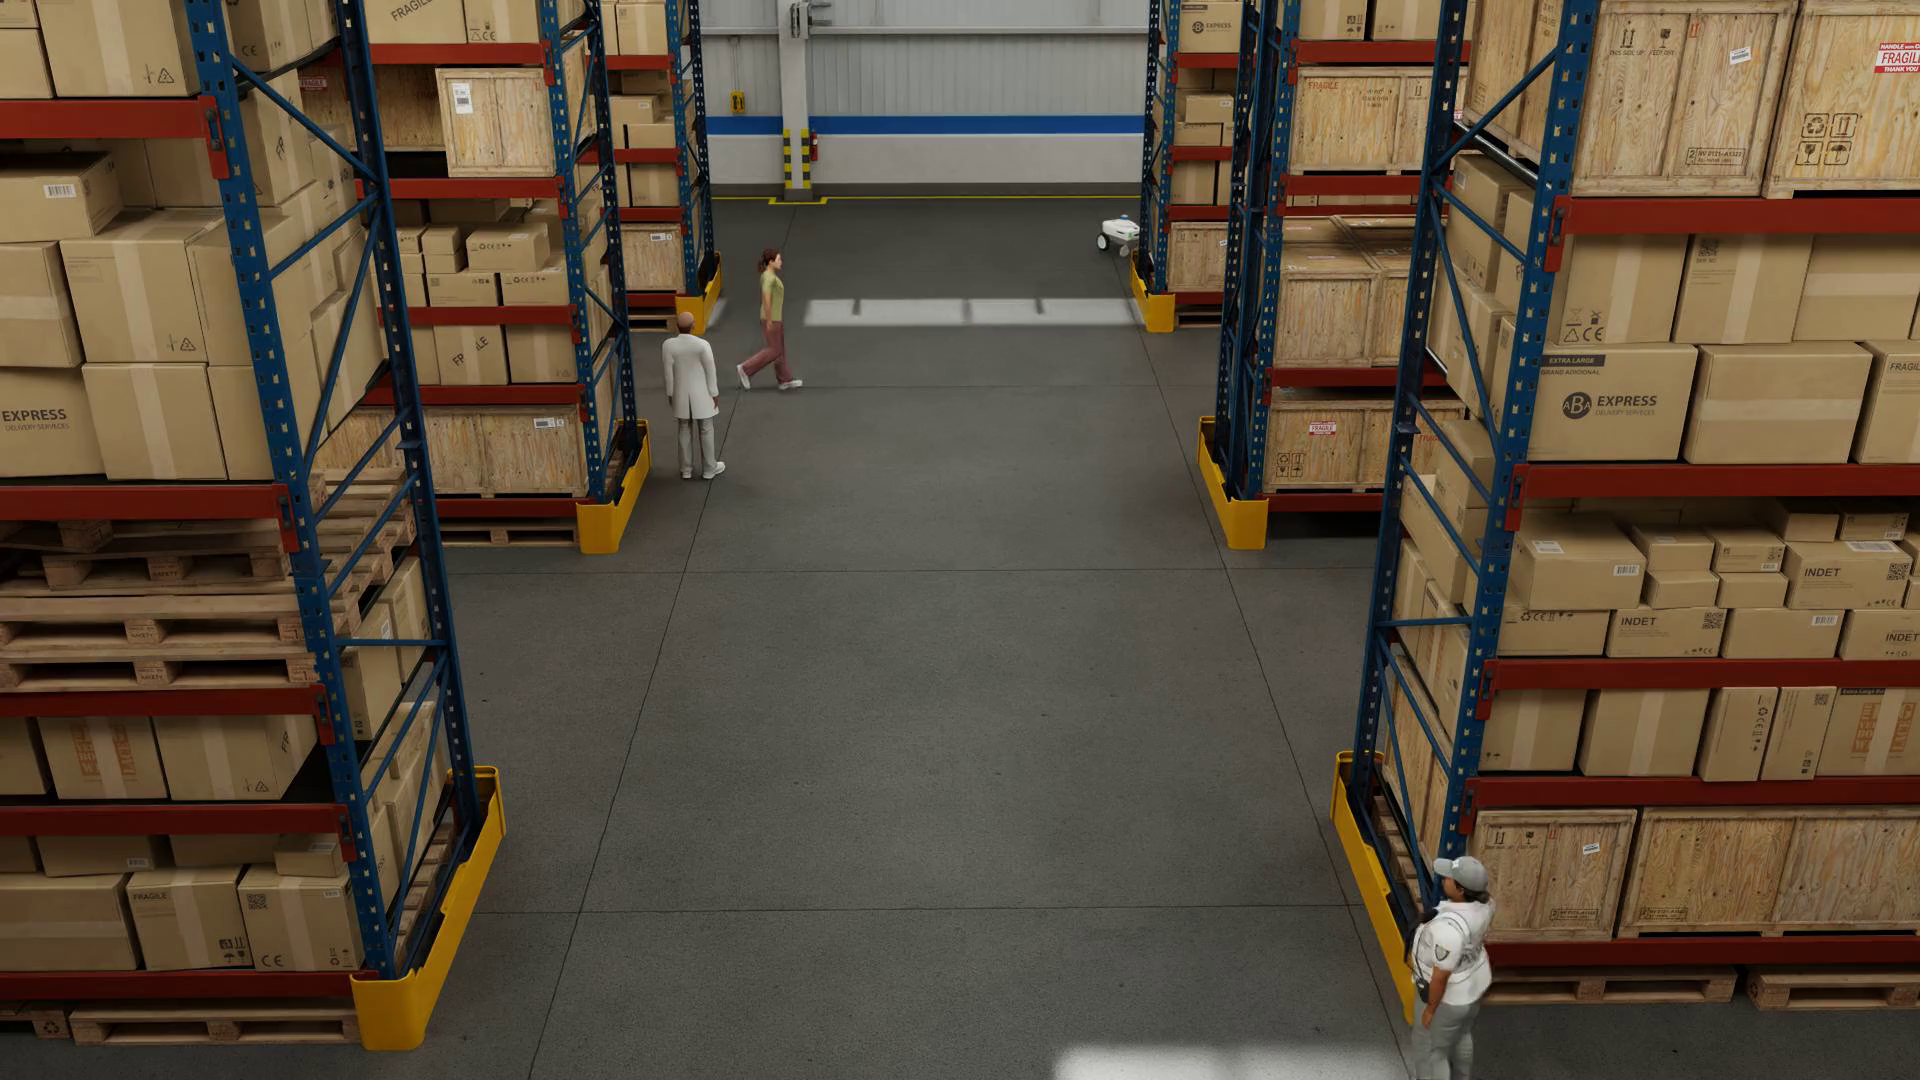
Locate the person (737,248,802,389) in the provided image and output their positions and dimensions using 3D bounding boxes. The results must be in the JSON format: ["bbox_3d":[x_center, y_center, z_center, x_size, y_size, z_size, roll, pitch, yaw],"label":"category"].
[{"bbox_3d":[-2.273,-2.583,19.528,0.775,1.646,0.507,-5,26,-11],"label":"person"}]

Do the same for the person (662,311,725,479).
[{"bbox_3d":[-2.737,-1.506,17.081,0.548,1.782,0.397,3,25,5],"label":"person"}]

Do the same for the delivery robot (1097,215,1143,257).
[{"bbox_3d":[2.397,-4.582,25.263,0.667,0.535,0.727,-16,29,-31],"label":"delivery robot"}]

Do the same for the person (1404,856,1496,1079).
[{"bbox_3d":[2.595,2.386,8.856,0.387,1.667,0.508,22,33,39],"label":"person"}]
